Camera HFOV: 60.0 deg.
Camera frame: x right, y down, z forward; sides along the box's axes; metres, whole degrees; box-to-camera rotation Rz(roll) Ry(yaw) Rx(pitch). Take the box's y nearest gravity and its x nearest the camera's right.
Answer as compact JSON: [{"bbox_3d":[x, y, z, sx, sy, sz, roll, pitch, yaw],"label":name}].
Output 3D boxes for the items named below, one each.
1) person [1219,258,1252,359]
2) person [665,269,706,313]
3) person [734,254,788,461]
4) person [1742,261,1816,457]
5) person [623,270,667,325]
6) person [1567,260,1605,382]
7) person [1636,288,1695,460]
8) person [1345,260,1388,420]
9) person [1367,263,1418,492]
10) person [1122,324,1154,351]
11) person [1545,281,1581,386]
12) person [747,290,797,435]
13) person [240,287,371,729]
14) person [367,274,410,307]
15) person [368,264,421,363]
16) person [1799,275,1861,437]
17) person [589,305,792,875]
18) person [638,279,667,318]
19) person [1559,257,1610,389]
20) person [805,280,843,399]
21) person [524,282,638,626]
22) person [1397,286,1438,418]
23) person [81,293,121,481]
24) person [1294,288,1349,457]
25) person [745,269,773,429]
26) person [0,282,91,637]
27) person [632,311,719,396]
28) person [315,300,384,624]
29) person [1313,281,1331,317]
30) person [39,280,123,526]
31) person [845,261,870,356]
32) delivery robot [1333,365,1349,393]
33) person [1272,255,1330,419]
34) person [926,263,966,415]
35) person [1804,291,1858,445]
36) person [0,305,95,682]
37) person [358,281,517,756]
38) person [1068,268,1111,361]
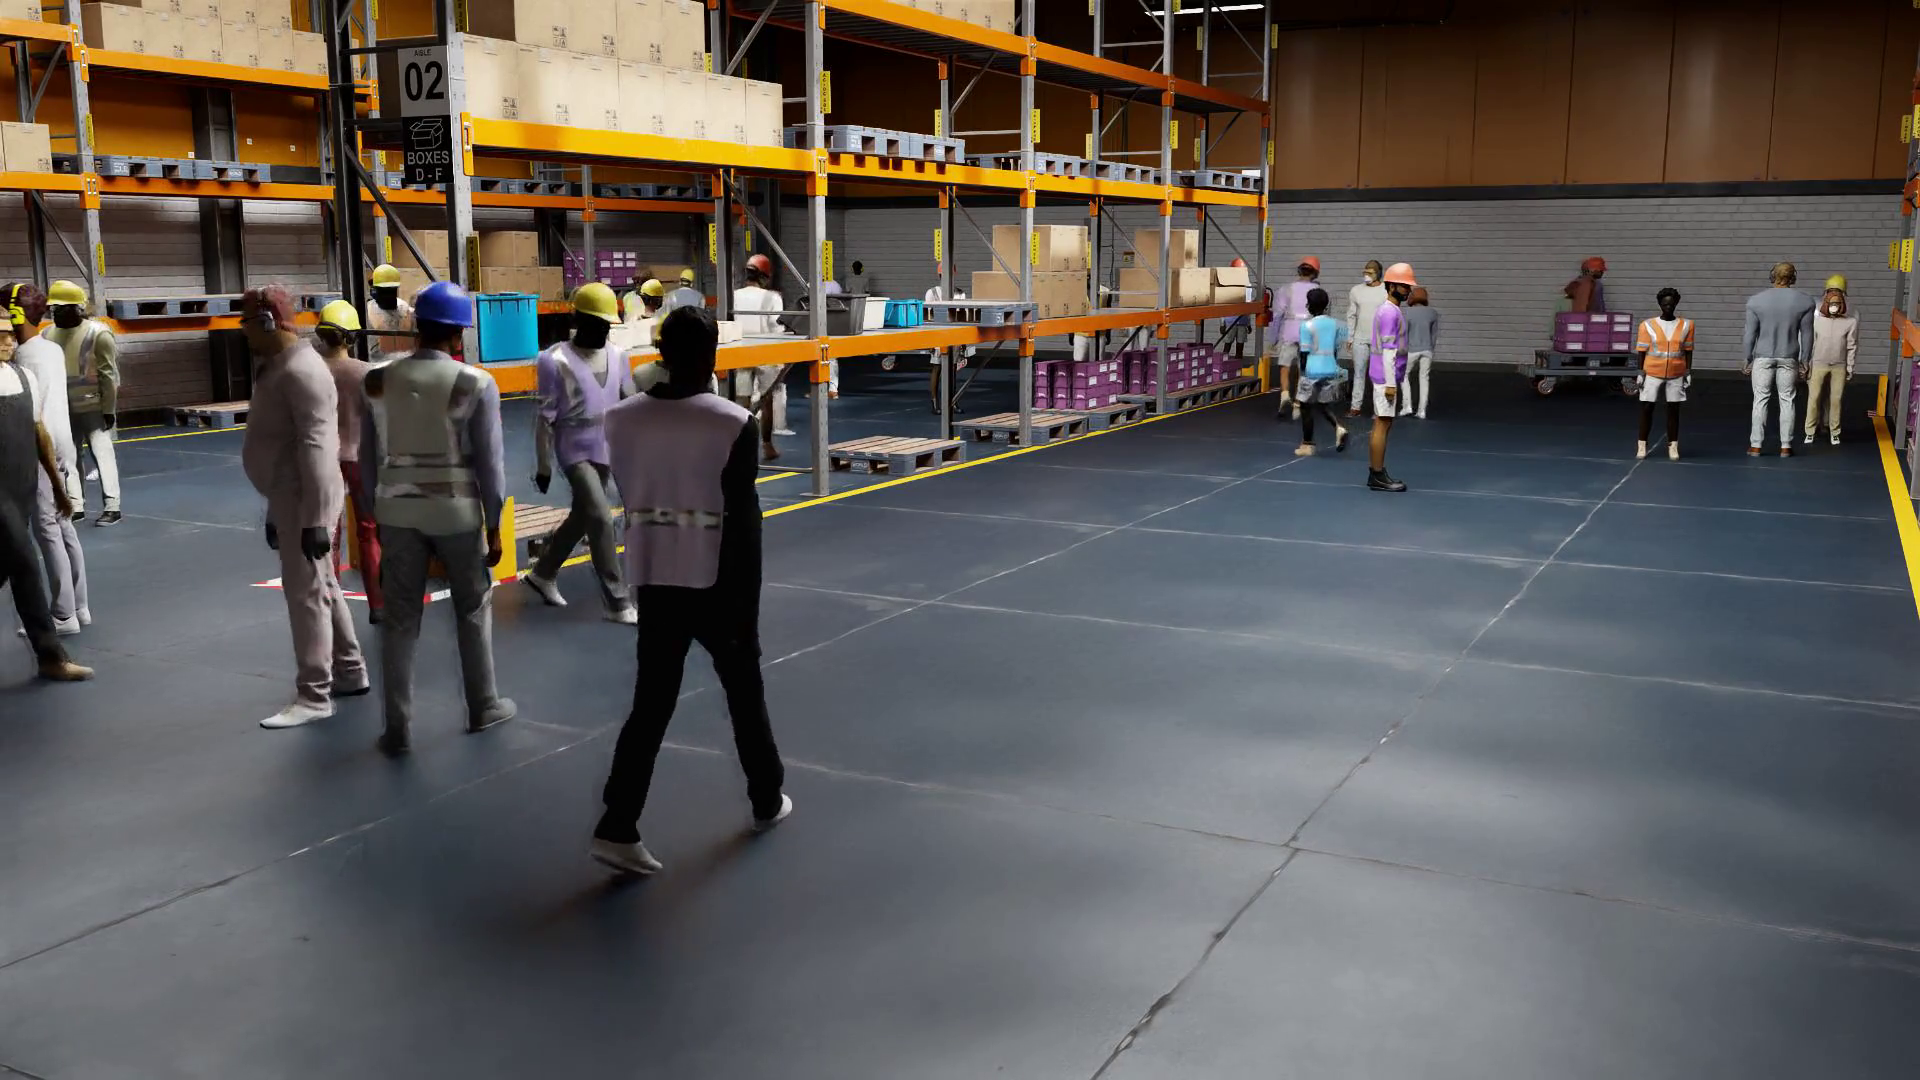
[{"bbox_3d":[4.262,-3.362,25.644,0.553,1.934,0.364,-3,10,-19],"label":"person"},{"bbox_3d":[-3.950,-2.987,23.897,0.620,1.799,0.638,-1,10,-5],"label":"person"},{"bbox_3d":[-2.009,-1.747,16.082,0.649,2.032,0.609,3,10,16],"label":"person"},{"bbox_3d":[8.104,-1.786,16.507,0.635,1.937,0.354,4,11,22],"label":"person"},{"bbox_3d":[-4.048,-2.506,21.101,0.650,1.798,0.869,4,10,20],"label":"person"},{"bbox_3d":[9.852,-3.437,26.154,0.407,1.912,0.641,-6,12,-32],"label":"person"},{"bbox_3d":[6.878,-1.616,16.261,0.537,1.690,0.322,2,10,13],"label":"person"},{"bbox_3d":[4.998,-2.425,20.222,0.627,1.936,0.373,6,11,30],"label":"person"},{"bbox_3d":[3.680,-1.383,14.190,0.375,1.934,0.547,2,10,12],"label":"person"},{"bbox_3d":[2.648,-3.190,24.817,0.578,1.879,0.343,-3,10,-17],"label":"person"},{"bbox_3d":[9.172,-3.133,25.244,0.558,1.604,0.569,-2,10,-11],"label":"person"},{"bbox_3d":[-2.157,-1.950,18.406,0.599,1.619,0.539,-4,11,-23],"label":"person"},{"bbox_3d":[-2.853,-0.144,7.244,0.479,1.881,0.743,-5,11,-29],"label":"person"},{"bbox_3d":[-5.606,-1.689,16.232,0.621,1.845,0.429,5,11,26],"label":"person"},{"bbox_3d":[-4.638,-1.276,13.594,0.588,1.927,0.370,-7,12,-36],"label":"person"},{"bbox_3d":[9.617,-2.037,18.436,0.586,1.789,0.958,4,11,24],"label":"person"},{"bbox_3d":[-0.943,0.154,5.542,0.604,1.866,0.947,3,10,19],"label":"person"},{"bbox_3d":[-2.956,-1.622,16.062,0.533,1.768,0.310,8,13,38],"label":"person"},{"bbox_3d":[9.402,-3.218,24.741,0.877,1.944,0.758,3,10,19],"label":"person"},{"bbox_3d":[-1.898,-2.913,23.040,0.634,1.936,0.351,7,12,33],"label":"person"},{"bbox_3d":[-2.115,-0.490,9.222,0.974,1.873,0.598,7,12,33],"label":"person"},{"bbox_3d":[5.607,-2.301,20.416,0.523,1.618,0.438,-2,10,-11],"label":"person"},{"bbox_3d":[-7.744,-1.370,14.698,0.523,1.719,0.577,3,10,16],"label":"person"},{"bbox_3d":[3.571,-1.643,16.401,0.538,1.682,0.518,-6,11,-29],"label":"person"},{"bbox_3d":[-2.357,-2.295,19.399,0.636,1.963,0.846,3,10,15],"label":"person"},{"bbox_3d":[-4.878,-0.421,8.812,0.311,1.869,0.532,-2,10,-10],"label":"person"},{"bbox_3d":[-1.608,-0.460,9.544,0.549,1.696,0.798,3,10,17],"label":"person"},{"bbox_3d":[-3.343,-0.416,9.076,0.523,1.769,0.317,0,10,2],"label":"person"},{"bbox_3d":[5.186,-3.000,24.474,0.540,1.619,0.630,1,10,9],"label":"person"},{"bbox_3d":[-6.529,-1.001,12.319,0.591,1.823,0.404,1,10,8],"label":"person"},{"bbox_3d":[-1.989,-4.532,32.612,0.510,1.870,0.328,0,10,-3],"label":"person"},{"bbox_3d":[5.084,-2.225,22.784,0.477,0.478,0.707,5,11,25],"label":"delivery robot"},{"bbox_3d":[4.108,-2.428,20.049,0.660,2.000,0.814,2,10,12],"label":"person"},{"bbox_3d":[-0.162,-2.534,20.843,0.552,1.937,0.356,-5,11,-29],"label":"person"},{"bbox_3d":[9.184,-1.814,17.585,0.493,1.625,0.282,3,10,18],"label":"person"},{"bbox_3d":[-4.603,-0.233,7.940,0.943,1.806,0.531,2,10,14],"label":"person"},{"bbox_3d":[-2.168,-0.092,6.843,0.628,1.910,0.673,0,10,2],"label":"person"},{"bbox_3d":[1.788,-2.845,22.948,0.621,1.837,0.429,-1,10,-4],"label":"person"}]
